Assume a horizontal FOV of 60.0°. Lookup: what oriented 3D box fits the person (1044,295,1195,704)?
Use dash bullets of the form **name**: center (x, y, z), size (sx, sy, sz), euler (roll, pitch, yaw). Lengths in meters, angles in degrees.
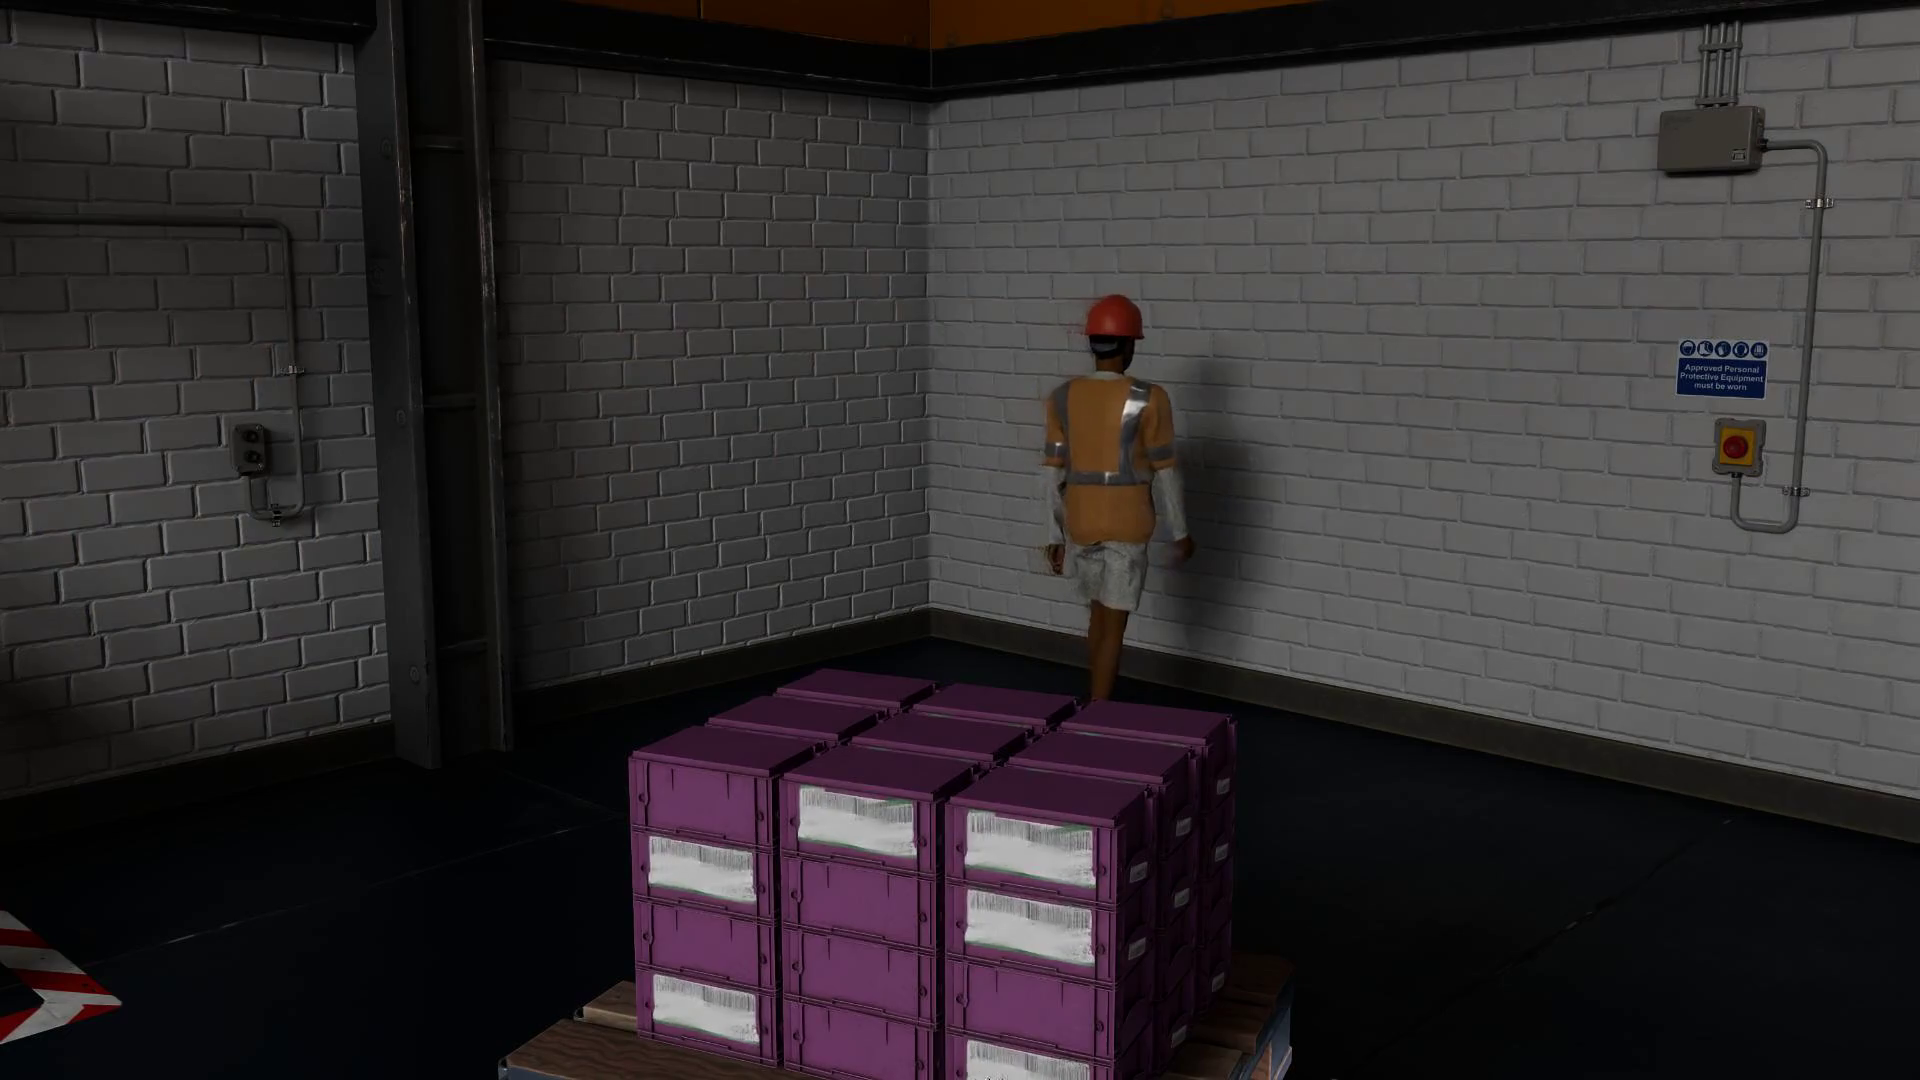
- **person**: center (0.704, -0.067, 7.035), size (0.557, 1.910, 0.798), euler (6, 11, 34)
